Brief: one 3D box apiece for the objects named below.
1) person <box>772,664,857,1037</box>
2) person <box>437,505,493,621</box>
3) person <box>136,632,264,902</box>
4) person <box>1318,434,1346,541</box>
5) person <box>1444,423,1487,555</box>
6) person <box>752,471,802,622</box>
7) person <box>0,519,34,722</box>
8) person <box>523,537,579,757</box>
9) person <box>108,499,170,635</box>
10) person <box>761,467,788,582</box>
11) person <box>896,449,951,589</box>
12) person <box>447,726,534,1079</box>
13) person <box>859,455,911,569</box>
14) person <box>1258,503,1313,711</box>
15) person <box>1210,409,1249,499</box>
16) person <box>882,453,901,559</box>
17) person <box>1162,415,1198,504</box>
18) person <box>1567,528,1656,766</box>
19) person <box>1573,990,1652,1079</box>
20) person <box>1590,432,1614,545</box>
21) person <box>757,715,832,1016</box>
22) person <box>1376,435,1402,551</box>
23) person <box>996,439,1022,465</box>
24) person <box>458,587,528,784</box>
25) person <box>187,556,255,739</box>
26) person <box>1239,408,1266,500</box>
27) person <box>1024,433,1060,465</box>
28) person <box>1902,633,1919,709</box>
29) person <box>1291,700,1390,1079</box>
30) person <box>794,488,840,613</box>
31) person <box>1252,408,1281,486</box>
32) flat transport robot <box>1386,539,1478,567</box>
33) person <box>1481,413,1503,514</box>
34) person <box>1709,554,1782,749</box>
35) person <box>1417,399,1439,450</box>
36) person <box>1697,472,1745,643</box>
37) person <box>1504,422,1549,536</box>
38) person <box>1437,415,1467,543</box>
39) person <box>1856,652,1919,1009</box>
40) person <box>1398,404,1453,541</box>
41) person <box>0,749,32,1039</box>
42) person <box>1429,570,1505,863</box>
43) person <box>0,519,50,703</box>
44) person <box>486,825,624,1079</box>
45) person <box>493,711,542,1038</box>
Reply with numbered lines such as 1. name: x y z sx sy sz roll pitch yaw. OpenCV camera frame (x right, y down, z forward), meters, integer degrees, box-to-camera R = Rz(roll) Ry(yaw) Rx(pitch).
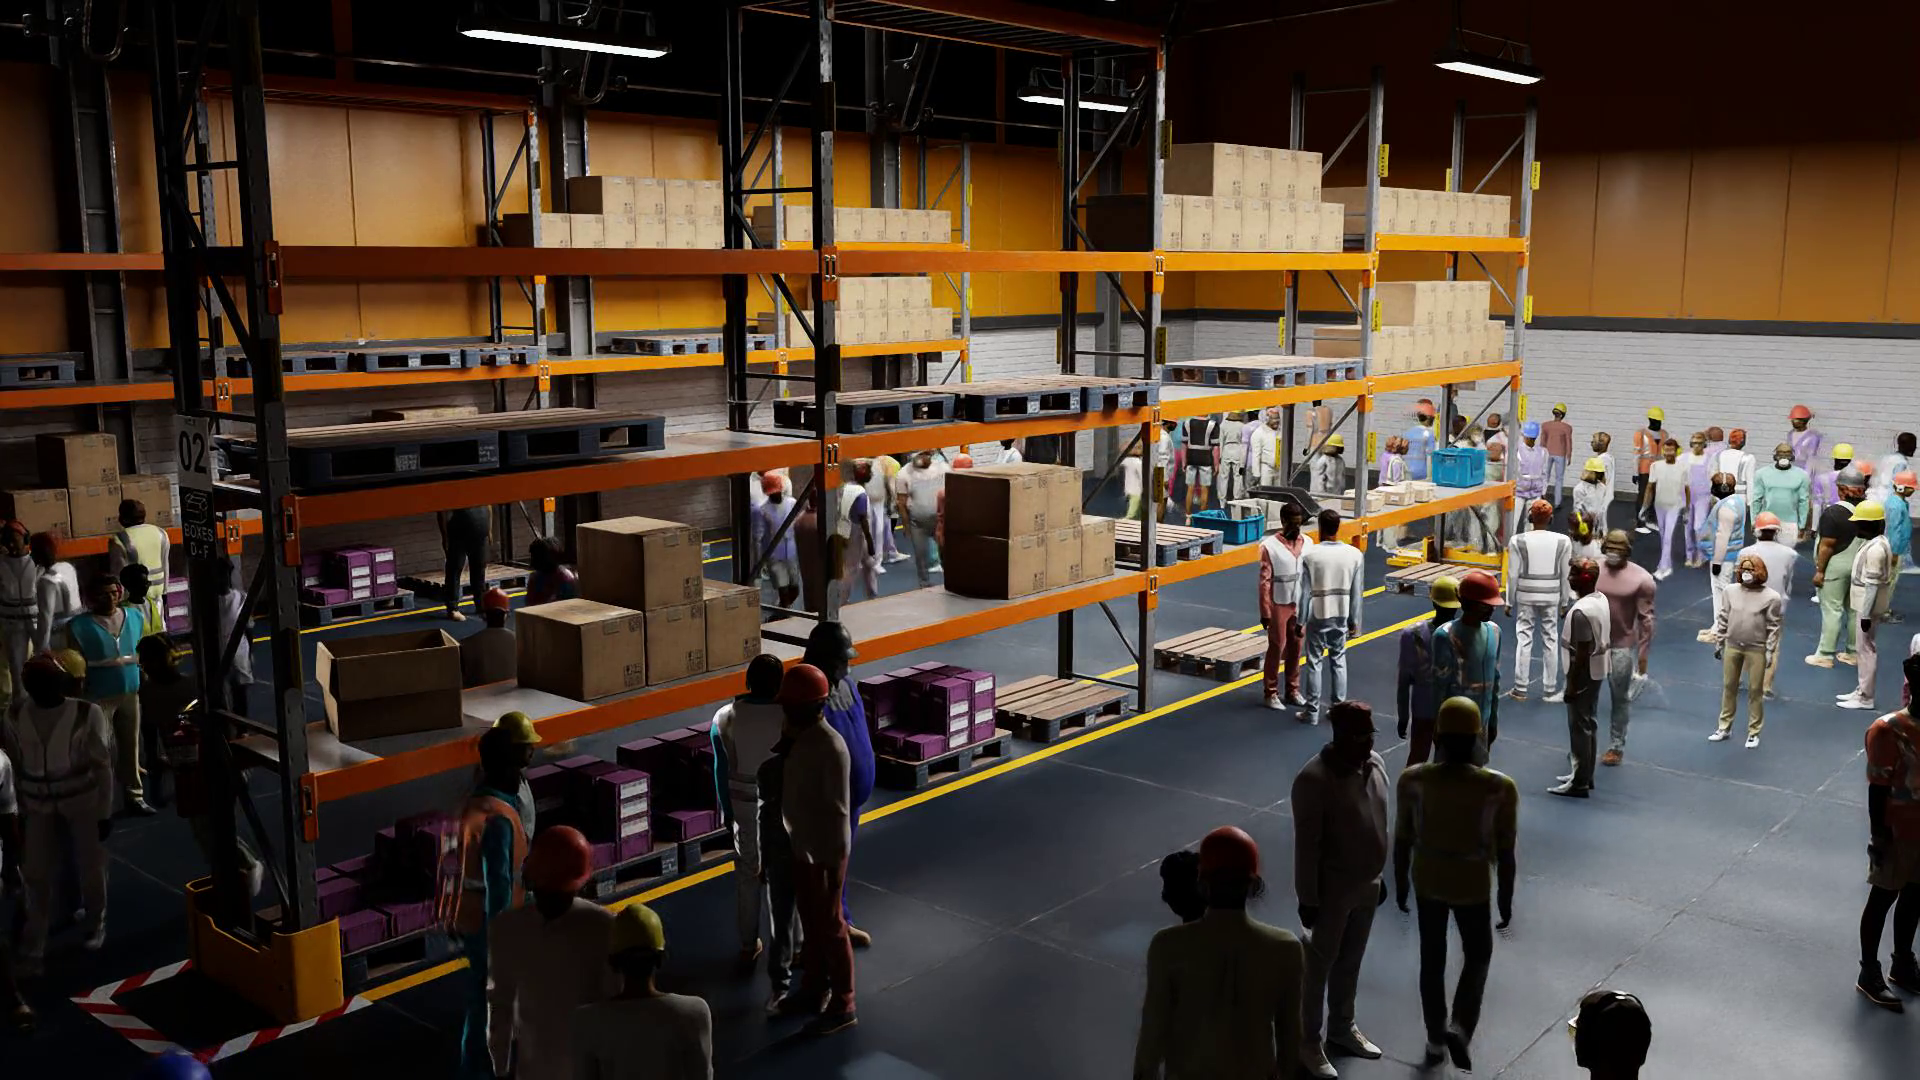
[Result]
1. person: -0.786 1.619 8.803 0.409 1.984 0.613 -5 11 -29
2. person: -5.588 -0.103 18.900 0.536 2.000 0.683 9 13 42
3. person: -4.745 1.445 10.292 0.561 1.824 0.536 3 10 17
4. person: 5.097 -0.587 22.719 0.491 1.738 0.307 -6 11 -31
5. person: 6.947 -0.704 23.035 0.651 1.883 0.870 -4 10 -22
6. person: -1.899 0.184 17.685 0.593 1.881 0.682 -6 11 -34
7. person: -8.411 0.705 14.701 0.566 1.838 0.386 -2 10 -10
8. person: -3.354 0.877 13.679 0.640 1.827 0.436 9 13 42
9. person: -7.772 0.525 15.738 0.429 1.846 0.631 4 10 23
10. person: -2.448 -0.436 21.226 0.384 1.925 0.593 9 13 42
11. person: -0.367 -0.289 20.008 0.806 2.000 0.542 -2 10 -12
12. person: -2.107 1.820 7.944 0.764 1.871 0.619 -5 11 -27
13. person: -1.000 -0.562 22.093 0.911 1.882 0.635 -4 10 -24
14. person: 2.956 0.600 15.117 0.598 1.907 0.408 -6 11 -30
15. person: 4.654 -1.713 28.511 0.674 2.000 0.537 5 11 26
16. person: -0.959 -0.582 22.818 0.320 1.687 0.538 -5 11 -27
17. person: 3.669 -1.547 27.781 0.737 1.969 0.598 0 10 1
18. person: 5.267 0.855 13.494 0.640 1.936 0.369 8 12 38
19. person: 1.917 2.276 5.005 0.630 1.940 0.372 -4 10 -24
20. person: 8.417 -0.506 21.891 0.328 1.844 0.514 5 11 30
21. person: -0.849 1.719 8.943 0.486 1.738 0.321 0 10 3
22. person: 6.061 -0.663 23.470 0.317 1.632 0.528 -1 10 -5
23. person: 0.694 -0.769 23.899 0.322 1.697 0.534 -6 11 -30
24. person: -3.316 1.207 11.976 0.580 1.744 0.356 -2 10 -12
25. person: -6.104 0.938 13.765 0.525 1.671 0.678 -6 11 -32
26. person: 4.573 -1.216 25.940 0.592 1.912 0.399 -8 12 -38
27. person: 1.341 -1.204 25.708 0.630 1.981 0.686 4 10 23
28. person: 6.797 1.249 11.494 0.404 1.824 0.591 -6 11 -31
29. person: 1.942 1.729 8.362 0.652 1.906 0.402 -8 12 -39
30. person: -1.362 0.379 16.422 0.405 1.908 0.649 -7 12 -34
31. person: 4.662 -1.033 24.898 0.649 1.897 0.399 -6 11 -31
32. flat transport robot: 6.395 0.182 22.470 0.652 0.197 1.431 8 13 41
33. person: 8.566 -1.220 26.758 0.514 1.641 0.309 8 12 38
34. person: 6.602 0.925 13.978 0.285 1.633 0.500 -9 13 -43
35. person: 7.648 -1.391 27.213 0.387 1.837 0.561 7 12 37
36. person: 8.150 0.184 17.816 0.429 1.836 0.630 5 11 28
37. person: 7.598 -0.627 22.334 0.602 1.939 0.401 -1 10 -5
38. person: 7.014 -0.823 23.588 0.586 1.912 0.383 -2 10 -14
39. person: 5.219 1.572 9.124 0.607 1.966 0.367 -4 10 -22
40. person: 6.819 -0.990 24.305 1.002 1.993 0.638 -5 11 -27
41. person: -5.106 1.694 8.462 0.442 1.947 0.616 4 10 24
42. person: 3.412 1.201 11.147 0.606 2.035 0.405 -5 11 -30
43. person: -8.045 0.745 14.331 0.589 1.877 0.359 -3 10 -18
44. person: -1.542 2.045 6.289 0.621 1.975 0.544 1 10 6
45. person: -2.342 1.747 8.777 0.328 1.737 0.486 -1 10 -8
